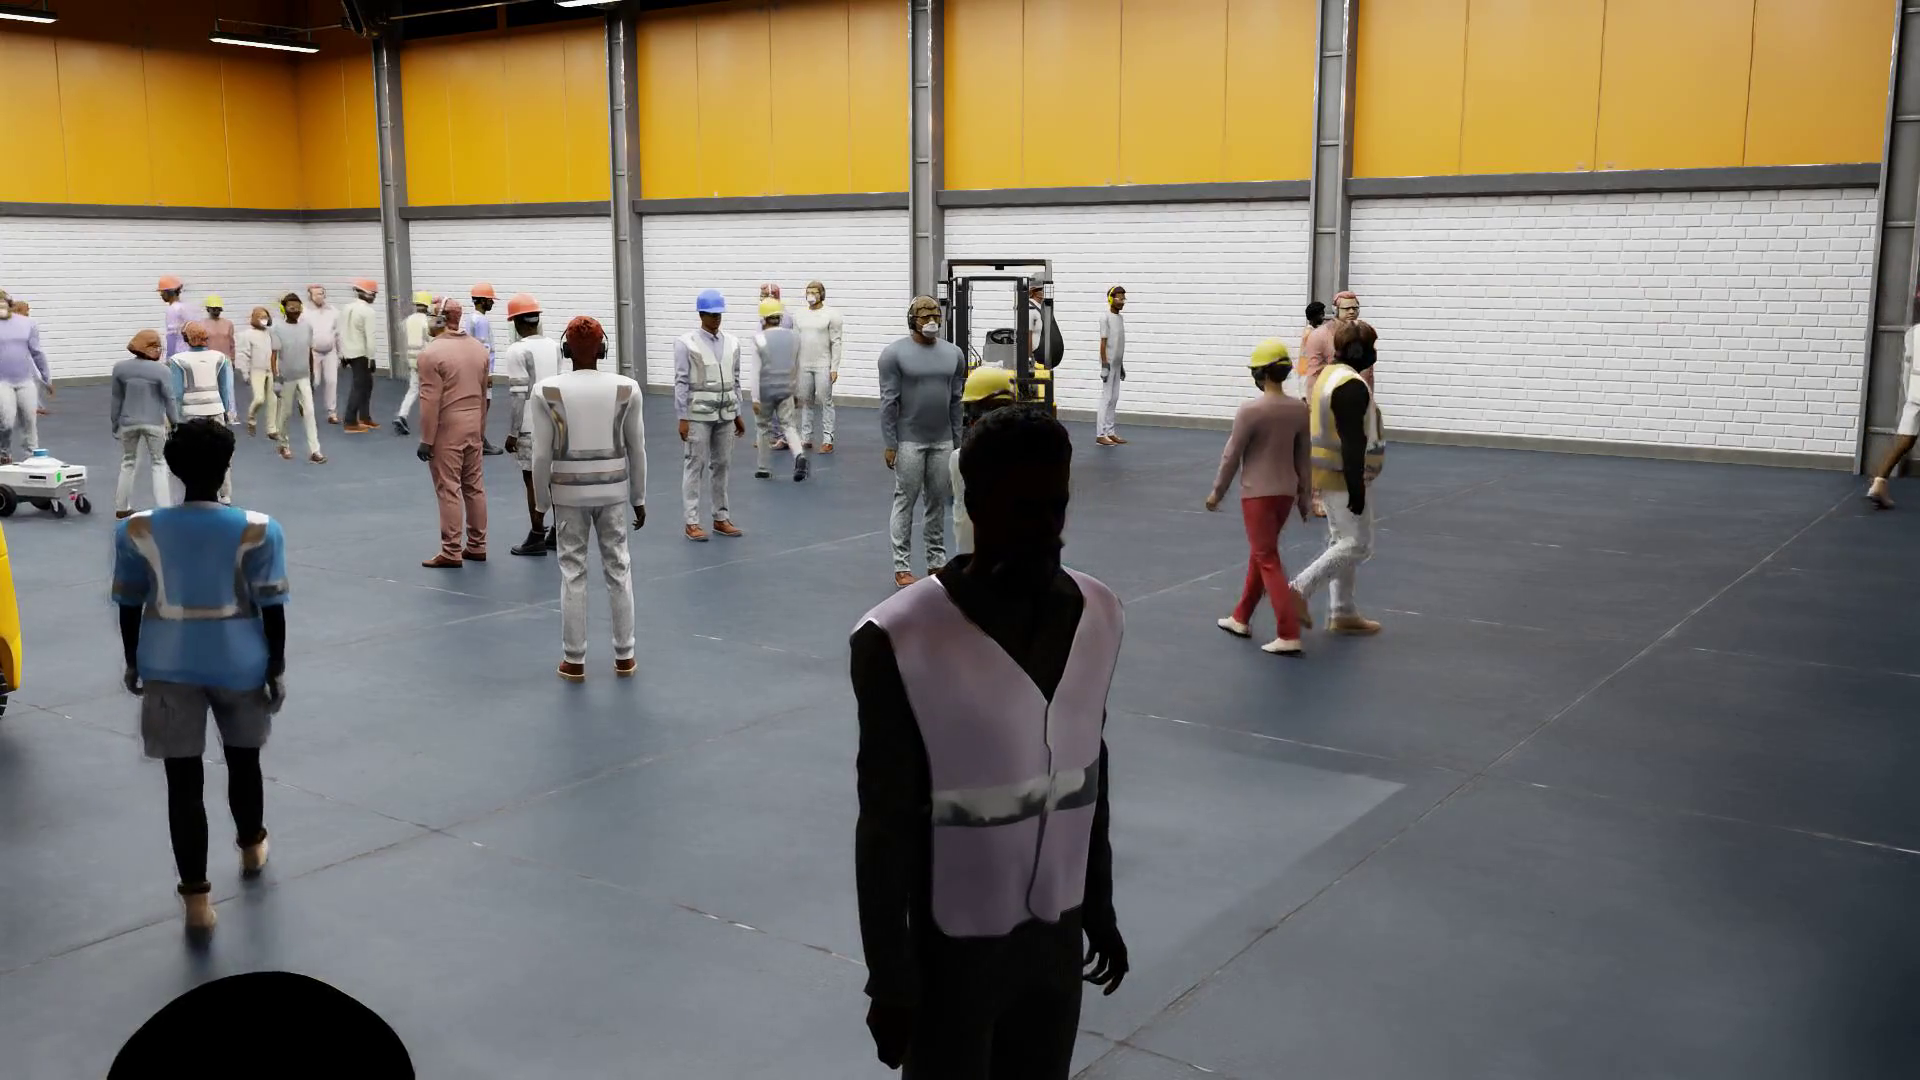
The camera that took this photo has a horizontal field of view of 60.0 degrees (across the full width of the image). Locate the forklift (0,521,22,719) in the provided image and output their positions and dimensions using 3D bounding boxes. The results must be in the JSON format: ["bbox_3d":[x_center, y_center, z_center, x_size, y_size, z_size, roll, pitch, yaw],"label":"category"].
[{"bbox_3d":[-5.296,-0.090,6.943,1.214,2.155,2.313,7,12,35],"label":"forklift"}]

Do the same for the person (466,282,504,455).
[{"bbox_3d":[-5.309,-1.904,18.558,0.386,1.930,0.541,-4,10,-24],"label":"person"}]

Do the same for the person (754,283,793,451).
[{"bbox_3d":[-2.142,-1.973,19.026,0.401,1.904,0.640,-5,11,-27],"label":"person"}]

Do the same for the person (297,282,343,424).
[{"bbox_3d":[-8.555,-2.483,22.122,0.675,1.884,0.594,-9,13,-43],"label":"person"}]

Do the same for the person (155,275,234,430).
[{"bbox_3d":[-9.853,-2.382,21.208,1.037,1.995,0.617,-2,10,-12],"label":"person"}]

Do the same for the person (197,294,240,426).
[{"bbox_3d":[-9.863,-2.384,21.994,0.537,1.735,0.863,-9,13,-44],"label":"person"}]

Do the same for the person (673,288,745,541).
[{"bbox_3d":[-1.932,-0.971,12.918,0.608,1.946,0.406,-9,13,-42],"label":"person"}]

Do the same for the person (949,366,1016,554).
[{"bbox_3d":[0.223,0.119,7.138,0.548,1.717,0.925,-7,12,-37],"label":"person"}]

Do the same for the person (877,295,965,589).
[{"bbox_3d":[-0.236,-0.646,11.016,0.632,1.940,0.372,-6,11,-30],"label":"person"}]

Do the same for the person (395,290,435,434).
[{"bbox_3d":[-6.747,-2.218,20.800,0.608,1.803,0.868,5,11,26],"label":"person"}]

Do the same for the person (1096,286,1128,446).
[{"bbox_3d":[1.802,-2.044,19.563,0.313,1.865,0.528,6,11,30],"label":"person"}]

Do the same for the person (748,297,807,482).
[{"bbox_3d":[-1.777,-1.447,16.163,0.599,1.813,0.750,-6,11,-31],"label":"person"}]

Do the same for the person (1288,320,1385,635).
[{"bbox_3d":[2.151,-0.340,9.521,0.536,1.828,0.638,0,10,3],"label":"person"}]

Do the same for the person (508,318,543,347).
[{"bbox_3d":[-6.135,-2.600,23.543,0.514,1.640,0.310,-7,12,-35],"label":"person"}]

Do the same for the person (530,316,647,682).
[{"bbox_3d":[-1.906,-0.209,8.572,0.586,1.882,0.343,-4,10,-21],"label":"person"}]

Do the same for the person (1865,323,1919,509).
[{"bbox_3d":[8.382,-1.241,14.431,1.071,1.995,0.624,-3,10,-20],"label":"person"}]

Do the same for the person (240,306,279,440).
[{"bbox_3d":[-8.382,-2.001,20.038,0.381,1.623,0.504,8,12,39],"label":"person"}]

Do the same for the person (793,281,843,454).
[{"bbox_3d":[-1.622,-1.935,18.693,0.632,1.940,0.372,4,10,23],"label":"person"}]

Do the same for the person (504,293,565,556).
[{"bbox_3d":[-3.141,-0.844,12.223,0.374,1.928,0.542,5,11,27],"label":"person"}]

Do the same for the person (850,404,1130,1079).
[{"bbox_3d":[0.054,0.705,3.036,0.597,1.915,0.370,-8,13,-40],"label":"person"}]

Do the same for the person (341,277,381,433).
[{"bbox_3d":[-7.560,-2.334,21.056,0.641,1.947,0.705,9,13,43],"label":"person"}]

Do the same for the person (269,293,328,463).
[{"bbox_3d":[-7.172,-1.738,17.904,0.536,1.814,1.001,-9,13,-43],"label":"person"}]

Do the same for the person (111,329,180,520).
[{"bbox_3d":[-6.754,-0.945,13.810,0.587,1.598,0.357,0,10,0],"label":"person"}]

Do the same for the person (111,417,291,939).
[{"bbox_3d":[-2.488,0.424,5.495,0.539,1.650,0.868,-4,10,-21],"label":"person"}]

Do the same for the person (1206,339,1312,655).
[{"bbox_3d":[1.677,-0.249,9.262,0.528,1.733,0.789,-7,12,-36],"label":"person"}]

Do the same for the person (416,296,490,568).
[{"bbox_3d":[-3.608,-0.760,11.775,0.407,1.913,0.641,4,10,22],"label":"person"}]

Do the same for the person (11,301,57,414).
[{"bbox_3d":[-13.195,-2.537,23.286,0.776,1.605,0.504,-5,11,-28],"label":"person"}]

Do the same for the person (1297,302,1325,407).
[{"bbox_3d":[4.090,-1.928,19.387,0.318,1.691,0.532,1,10,9],"label":"person"}]

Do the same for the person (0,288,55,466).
[{"bbox_3d":[-9.345,-1.530,16.388,0.507,1.901,0.723,8,12,38],"label":"person"}]

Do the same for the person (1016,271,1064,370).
[{"bbox_3d":[0.944,-2.102,19.383,0.536,2.000,0.672,4,10,22],"label":"person"}]

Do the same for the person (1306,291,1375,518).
[{"bbox_3d":[3.236,-1.142,14.063,0.652,1.906,0.404,-3,10,-19],"label":"person"}]

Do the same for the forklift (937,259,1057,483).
[{"bbox_3d":[0.370,-1.738,16.759,1.214,2.155,2.313,1,10,3],"label":"forklift"}]

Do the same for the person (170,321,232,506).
[{"bbox_3d":[-6.625,-1.088,14.538,0.307,1.641,0.512,7,12,37],"label":"person"}]

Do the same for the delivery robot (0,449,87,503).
[{"bbox_3d":[-7.811,-0.530,14.155,0.707,0.478,0.477,3,10,17],"label":"delivery robot"}]

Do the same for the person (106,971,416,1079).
[{"bbox_3d":[-0.429,1.113,1.120,0.324,1.743,0.491,6,11,31],"label":"person"}]
